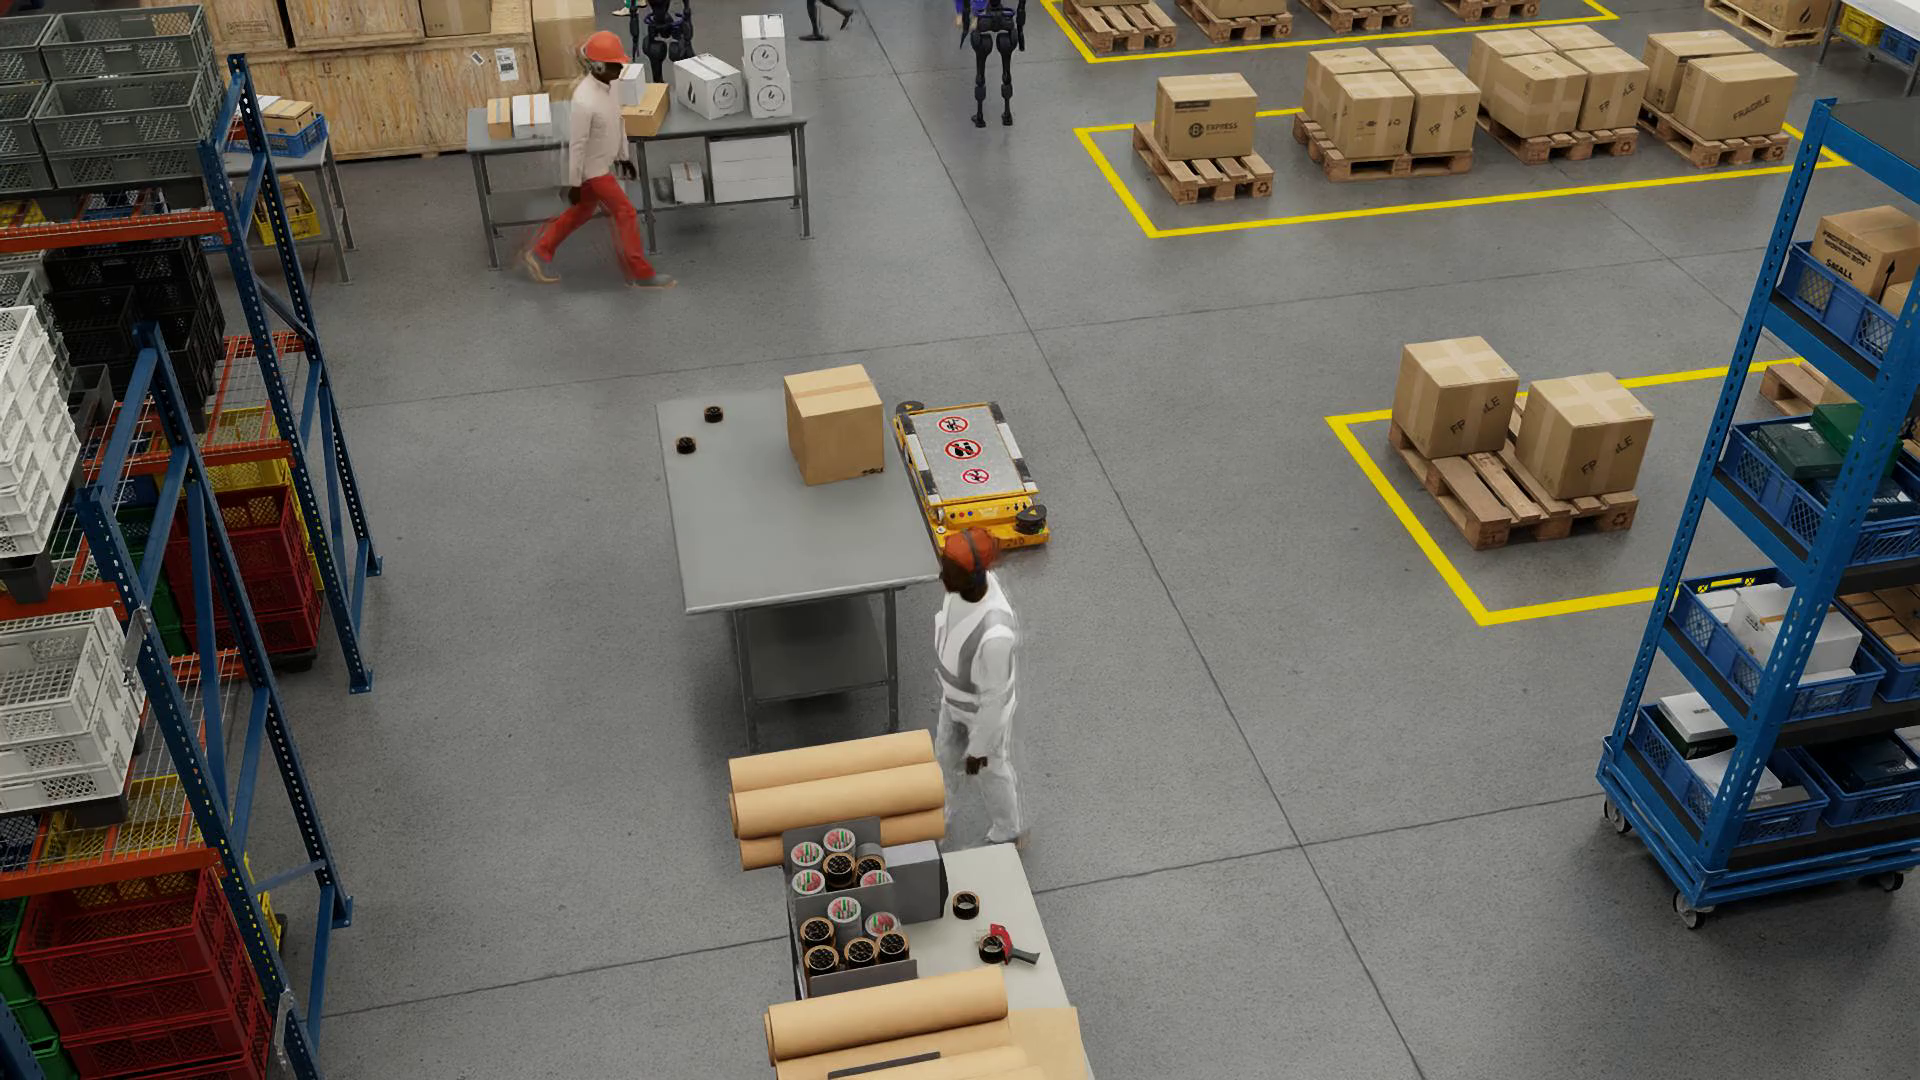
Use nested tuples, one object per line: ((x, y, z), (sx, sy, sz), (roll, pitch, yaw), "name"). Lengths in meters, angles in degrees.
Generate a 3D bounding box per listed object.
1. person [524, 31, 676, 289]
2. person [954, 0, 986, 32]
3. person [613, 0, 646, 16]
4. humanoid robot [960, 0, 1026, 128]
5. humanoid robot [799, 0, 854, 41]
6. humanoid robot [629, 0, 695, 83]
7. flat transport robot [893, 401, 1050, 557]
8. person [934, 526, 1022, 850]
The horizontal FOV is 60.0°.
((-2.671, -2.661, 11.762), (1.062, 1.912, 0.585), (0, 37, 0), "person")
((0.018, -5.952, 16.071), (0.699, 2.000, 0.614), (13, 39, 17), "person")
((-3.393, -6.123, 16.528), (0.318, 1.765, 0.534), (7, 37, 10), "person")
((0.282, -4.385, 14.265), (0.566, 1.652, 0.328), (-5, 37, -7), "humanoid robot")
((-1.318, -5.624, 15.931), (0.447, 1.651, 0.589), (6, 37, 7), "humanoid robot")
((-2.509, -4.237, 14.062), (0.570, 1.650, 0.349), (8, 37, 10), "humanoid robot")
((0.046, -0.430, 10.108), (0.652, 0.197, 1.431), (-8, 37, -10), "flat transport robot")
((0.002, 0.727, 7.245), (0.558, 1.879, 0.587), (-13, 39, -17), "person")
